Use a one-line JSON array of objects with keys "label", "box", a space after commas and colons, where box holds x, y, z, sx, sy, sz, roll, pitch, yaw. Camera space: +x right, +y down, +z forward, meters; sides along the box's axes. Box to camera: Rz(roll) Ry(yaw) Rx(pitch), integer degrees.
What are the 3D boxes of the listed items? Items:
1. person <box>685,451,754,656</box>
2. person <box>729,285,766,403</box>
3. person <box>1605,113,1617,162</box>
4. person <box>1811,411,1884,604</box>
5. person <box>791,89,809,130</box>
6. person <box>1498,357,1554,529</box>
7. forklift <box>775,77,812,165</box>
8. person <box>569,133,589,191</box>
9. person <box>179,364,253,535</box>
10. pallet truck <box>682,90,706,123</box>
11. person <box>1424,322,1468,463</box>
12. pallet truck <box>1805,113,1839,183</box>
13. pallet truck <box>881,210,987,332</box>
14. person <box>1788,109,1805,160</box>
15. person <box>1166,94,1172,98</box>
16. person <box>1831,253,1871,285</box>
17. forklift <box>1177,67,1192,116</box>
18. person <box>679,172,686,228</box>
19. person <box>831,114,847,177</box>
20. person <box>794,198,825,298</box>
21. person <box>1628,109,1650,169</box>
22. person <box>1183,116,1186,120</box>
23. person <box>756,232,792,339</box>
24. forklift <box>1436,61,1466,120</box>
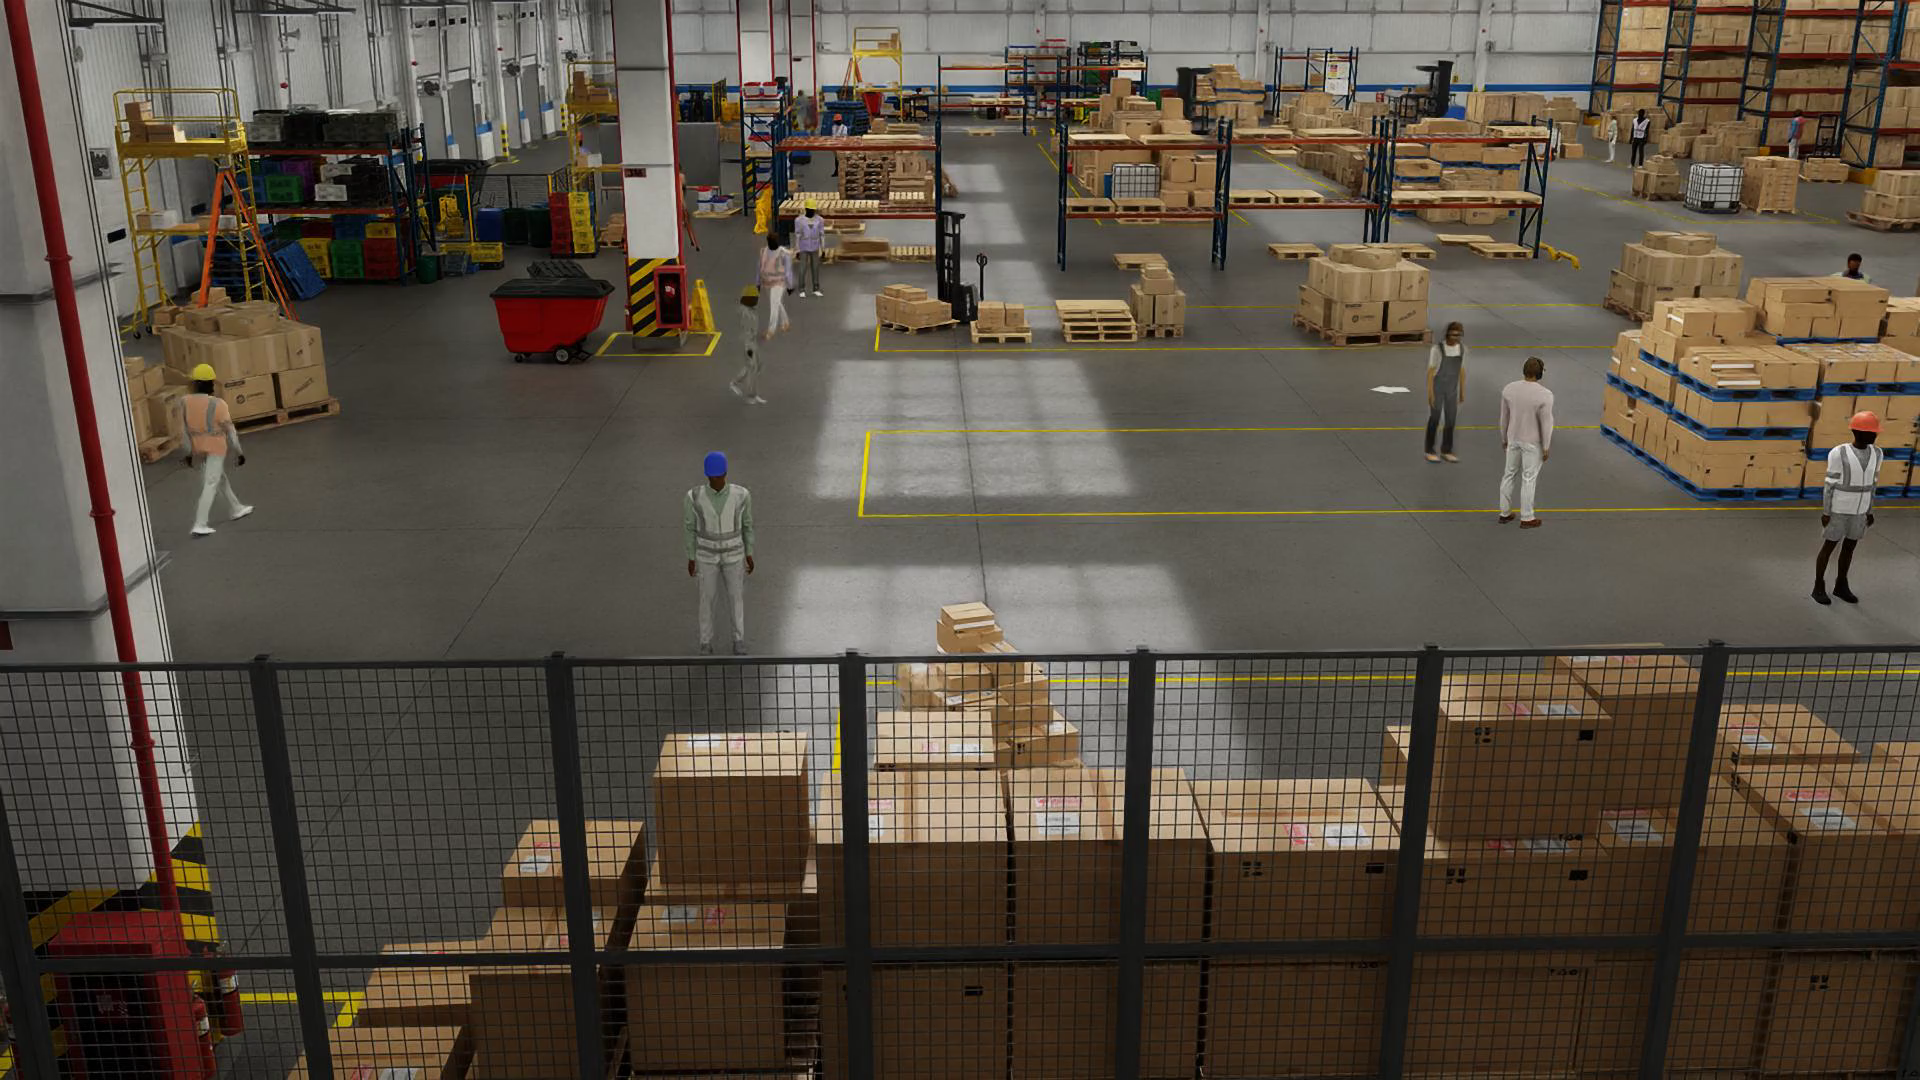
[{"label": "person", "box": [-2.147, 0.136, 14.902, 0.610, 1.946, 0.405, -3, 19, -10]}, {"label": "person", "box": [-3.075, -2.820, 24.018, 0.470, 1.729, 0.486, 2, 19, 6]}, {"label": "person", "box": [21.949, -13.551, 56.002, 0.320, 1.628, 0.509, 3, 19, 8]}, {"label": "person", "box": [8.696, -0.314, 16.252, 0.551, 1.940, 0.352, -3, 19, -8]}, {"label": "person", "box": [-6.120, -16.238, 63.547, 0.650, 1.909, 0.743, -14, 23, -36]}, {"label": "person", "box": [6.307, -1.090, 18.556, 0.373, 1.940, 0.630, -15, 24, -38]}, {"label": "forklift", "box": [-5.919, -13.893, 55.087, 1.873, 2.768, 1.129, -1, 19, -1]}, {"label": "person", "box": [-10.434, -10.245, 45.780, 0.567, 1.905, 0.819, -3, 19, -8]}, {"label": "person", "box": [-8.304, -1.022, 18.463, 0.610, 1.878, 1.007, 6, 20, 18]}, {"label": "pallet truck", "box": [-9.671, -15.907, 62.421, 0.823, 1.965, 1.885, 5, 19, 15]}, {"label": "person", "box": [6.160, -1.872, 21.047, 0.534, 1.824, 0.394, -5, 19, -15]}, {"label": "pallet truck", "box": [26.403, -11.957, 50.702, 0.823, 1.965, 1.885, 6, 19, 16]}, {"label": "pallet truck", "box": [-0.493, -4.759, 29.349, 1.885, 1.965, 0.823, -13, 23, -34]}, {"label": "person", "box": [27.523, -13.276, 54.857, 0.631, 1.843, 0.429, -14, 23, -36]}, {"label": "person", "box": [7.677, -15.484, 61.339, 1.020, 1.884, 0.655, 15, 24, 38]}, {"label": "person", "box": [13.726, -3.513, 25.812, 0.594, 1.903, 0.651, 6, 20, 17]}, {"label": "forklift", "box": [8.181, -15.881, 60.983, 1.873, 2.768, 1.129, 6, 20, 17]}, {"label": "person", "box": [-6.980, -8.440, 40.752, 0.545, 1.687, 0.360, -14, 23, -36]}, {"label": "person", "box": [-3.771, -12.275, 51.754, 0.542, 1.928, 0.374, 10, 21, 26]}, {"label": "person", "box": [-2.883, -5.622, 32.052, 0.600, 1.913, 0.429, -7, 20, -20]}, {"label": "person", "box": [22.109, -13.059, 54.118, 0.387, 1.909, 0.588, -14, 23, -36]}, {"label": "person", "box": [7.296, -13.100, 54.645, 0.514, 1.641, 0.307, 1, 19, 4]}, {"label": "person", "box": [-3.173, -4.421, 28.661, 0.624, 1.803, 0.946, 12, 22, 32]}, {"label": "forklift", "box": [19.158, -17.572, 66.001, 1.873, 2.768, 1.129, -1, 19, -2]}]
